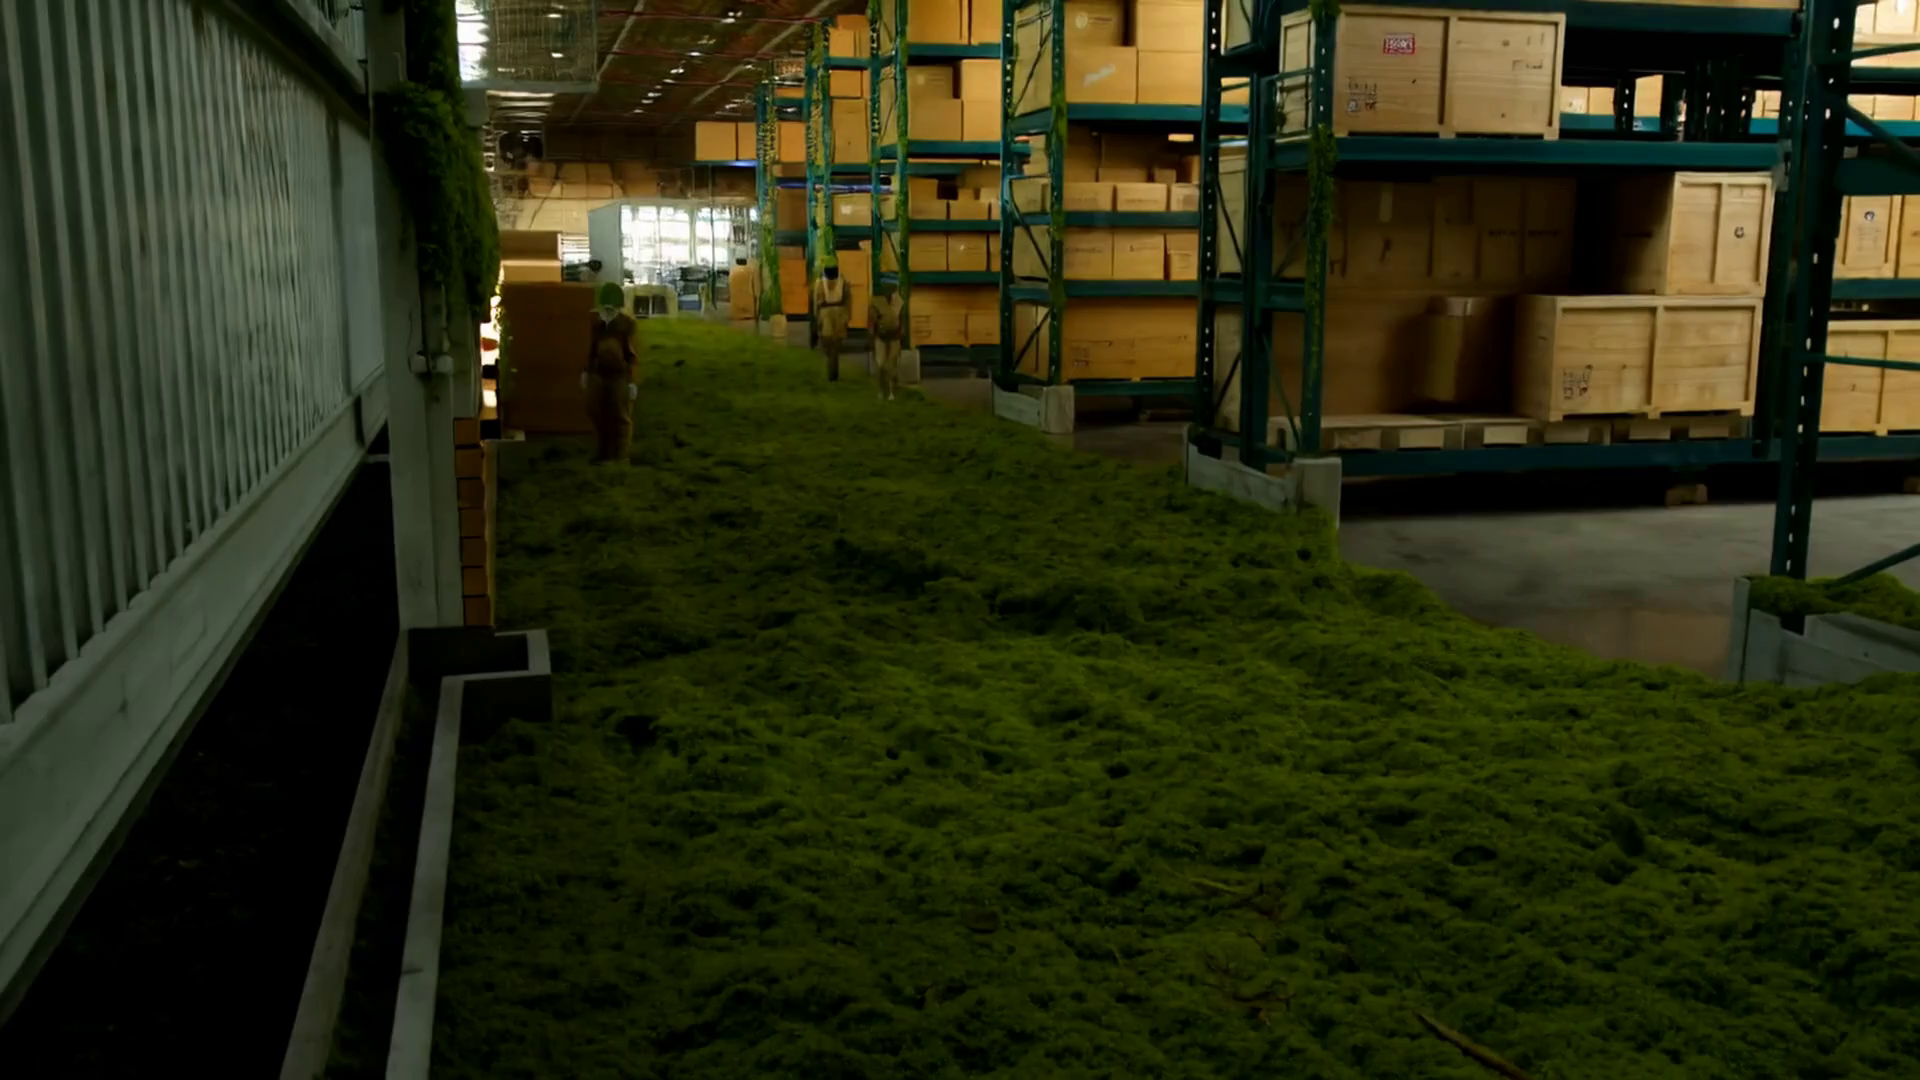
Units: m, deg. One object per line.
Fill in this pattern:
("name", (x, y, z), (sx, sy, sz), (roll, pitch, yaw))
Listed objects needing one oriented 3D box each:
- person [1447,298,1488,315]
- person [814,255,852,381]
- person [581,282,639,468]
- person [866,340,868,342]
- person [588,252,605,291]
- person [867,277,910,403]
("person", (5.355, -1.994, 17.235), (0.522, 1.970, 0.639), (-6, 12, -30))
("person", (-1.938, -3.392, 25.365), (0.554, 1.904, 0.945), (-2, 10, -9))
("person", (-3.179, -1.510, 15.246), (0.615, 1.704, 0.621), (3, 11, 18))
("person", (-1.476, -4.910, 34.286), (0.977, 1.789, 0.646), (-4, 11, -22))
("person", (-12.965, -9.355, 59.353), (0.611, 1.811, 0.809), (-4, 11, -22))
("person", (-0.920, -2.594, 21.572), (0.548, 1.625, 0.389), (-2, 10, -13))
